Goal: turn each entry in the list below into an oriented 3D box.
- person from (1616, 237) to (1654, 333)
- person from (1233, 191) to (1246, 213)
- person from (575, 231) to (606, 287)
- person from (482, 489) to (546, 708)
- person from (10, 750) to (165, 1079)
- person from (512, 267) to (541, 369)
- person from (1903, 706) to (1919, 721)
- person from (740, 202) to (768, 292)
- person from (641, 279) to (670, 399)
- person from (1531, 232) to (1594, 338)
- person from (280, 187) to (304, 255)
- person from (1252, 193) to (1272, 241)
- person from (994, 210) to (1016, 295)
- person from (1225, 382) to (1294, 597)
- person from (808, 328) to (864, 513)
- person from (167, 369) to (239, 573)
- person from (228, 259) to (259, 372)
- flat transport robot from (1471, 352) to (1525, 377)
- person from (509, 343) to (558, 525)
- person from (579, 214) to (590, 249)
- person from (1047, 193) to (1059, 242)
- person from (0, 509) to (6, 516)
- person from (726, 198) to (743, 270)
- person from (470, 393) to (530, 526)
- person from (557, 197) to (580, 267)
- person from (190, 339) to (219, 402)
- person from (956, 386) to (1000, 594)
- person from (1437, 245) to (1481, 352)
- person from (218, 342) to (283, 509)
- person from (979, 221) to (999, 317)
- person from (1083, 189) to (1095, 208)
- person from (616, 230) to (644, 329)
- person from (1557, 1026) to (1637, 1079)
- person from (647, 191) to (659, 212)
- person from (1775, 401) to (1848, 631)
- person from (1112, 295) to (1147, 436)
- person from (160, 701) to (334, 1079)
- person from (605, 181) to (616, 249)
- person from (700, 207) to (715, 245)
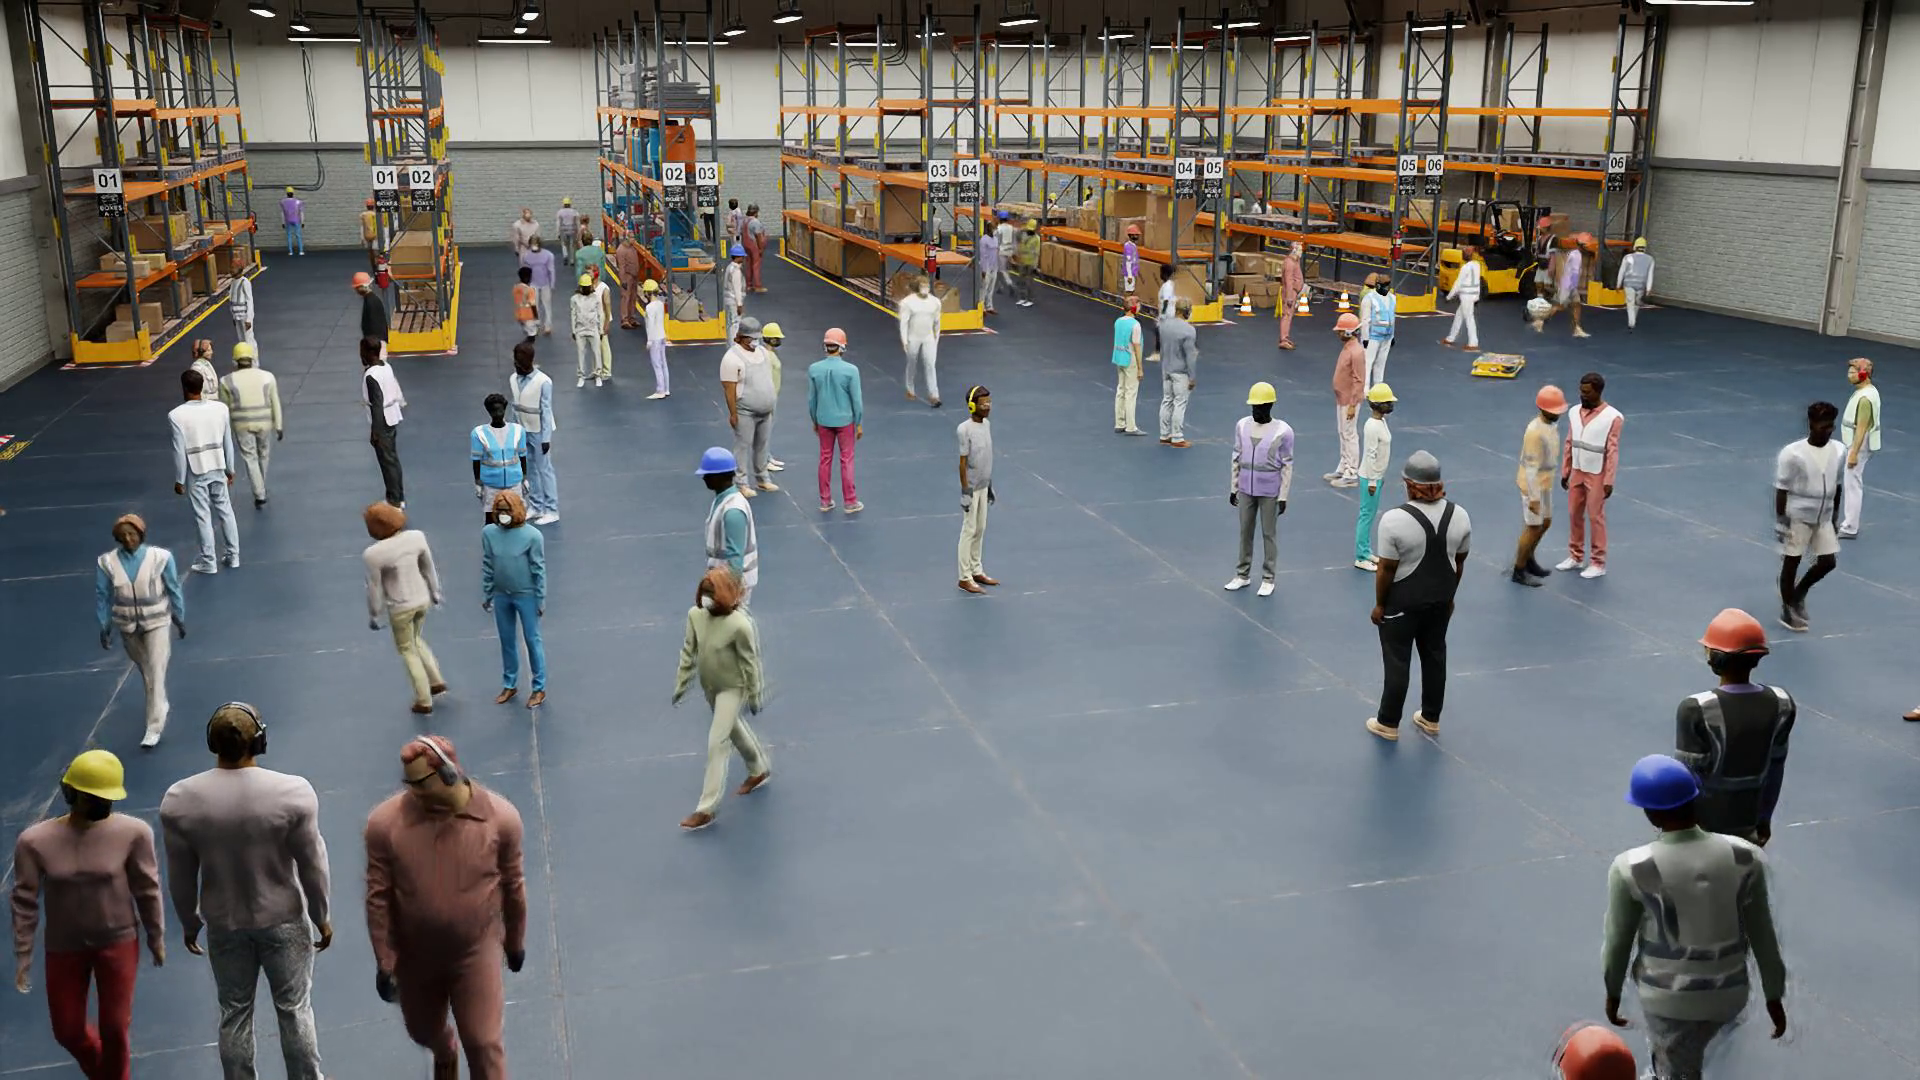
[{"bbox_3d":[12.875,-4.856,31.690,0.594,1.799,0.891,1,15,3],"label":"person"},{"bbox_3d":[8.558,-9.987,51.400,0.495,1.577,0.875,7,16,23],"label":"person"},{"bbox_3d":[-6.968,-4.853,31.423,0.630,1.933,0.374,-13,20,-40],"label":"person"},{"bbox_3d":[-3.246,0.421,12.153,0.502,1.629,0.282,4,15,16],"label":"person"},{"bbox_3d":[-3.672,1.719,7.059,0.562,1.723,0.419,-6,16,-20],"label":"person"},{"bbox_3d":[-7.076,-3.642,27.309,0.563,1.682,0.404,14,20,42],"label":"person"},{"bbox_3d":[7.040,0.425,11.606,0.408,1.903,0.638,-7,17,-26],"label":"person"},{"bbox_3d":[-4.717,-6.744,38.313,0.537,2.000,0.675,-12,19,-37],"label":"person"},{"bbox_3d":[-4.534,-2.972,24.647,0.327,1.767,0.533,3,15,10],"label":"person"},{"bbox_3d":[11.267,-4.758,31.008,1.029,1.979,0.624,6,16,21],"label":"person"},{"bbox_3d":[-18.994,-9.067,47.312,0.601,1.914,0.419,-5,16,-18],"label":"person"},{"bbox_3d":[8.169,-8.386,44.778,0.569,1.888,0.957,-2,15,-8],"label":"person"},{"bbox_3d":[1.026,-6.490,37.605,0.616,1.919,0.873,-9,17,-29],"label":"person"},{"bbox_3d":[2.676,-0.459,14.883,0.585,1.927,0.366,11,19,36],"label":"person"},{"bbox_3d":[-1.320,-1.277,17.831,0.611,1.994,0.379,5,16,18],"label":"person"},{"bbox_3d":[-7.068,-0.641,15.584,0.371,1.916,0.597,10,18,33],"label":"person"},{"bbox_3d":[-11.484,-3.553,26.607,0.578,1.884,0.353,14,20,42],"label":"person"},{"bbox_3d":[8.775,-2.857,27.080,0.652,0.197,1.431,7,16,25],"label":"flat transport robot"},{"bbox_3d":[-4.457,-1.120,17.413,0.583,1.911,0.389,11,18,35],"label":"person"},{"bbox_3d":[-9.056,-7.047,40.230,0.309,1.637,0.519,-4,15,-15],"label":"person"},{"bbox_3d":[2.530,-8.627,45.803,0.403,1.827,0.600,-14,21,-43],"label":"person"},{"bbox_3d":[-10.400,-1.150,17.459,0.377,1.940,0.629,0,15,2],"label":"person"},{"bbox_3d":[-5.858,-7.951,43.251,0.429,1.838,0.621,-7,16,-25],"label":"person"},{"bbox_3d":[-4.308,-0.539,15.625,0.540,1.696,0.316,-8,17,-27],"label":"person"},{"bbox_3d":[-10.351,-8.149,44.025,0.607,1.815,0.423,-4,15,-14],"label":"person"},{"bbox_3d":[-8.832,-1.536,19.499,0.314,1.634,0.514,-2,15,-9],"label":"person"},{"bbox_3d":[0.163,-0.463,15.006,0.329,1.872,0.508,8,17,27],"label":"person"},{"bbox_3d":[8.808,-4.260,29.325,0.905,1.846,0.586,11,18,35],"label":"person"},{"bbox_3d":[-7.784,-1.271,18.211,0.618,1.780,0.917,-10,18,-34],"label":"person"},{"bbox_3d":[0.598,-5.549,34.039,0.384,1.931,0.630,9,18,32],"label":"person"},{"bbox_3d":[3.530,-8.800,46.287,0.376,1.918,0.584,9,17,30],"label":"person"},{"bbox_3d":[-6.389,-5.047,32.213,0.402,1.900,0.645,4,15,14],"label":"person"},{"bbox_3d":[1.860,2.227,5.140,0.592,1.731,0.528,-2,15,-9],"label":"person"},{"bbox_3d":[-8.732,-8.889,46.771,0.626,1.843,0.429,10,18,34],"label":"person"},{"bbox_3d":[7.068,-0.195,13.831,0.642,1.951,0.419,-2,15,-8],"label":"person"},{"bbox_3d":[2.222,-2.298,21.949,0.389,1.849,0.566,-7,17,-25],"label":"person"},{"bbox_3d":[-2.993,1.610,7.075,0.637,1.938,0.355,-2,15,-7],"label":"person"},{"bbox_3d":[-10.382,-9.659,49.374,0.386,1.993,0.613,3,15,12],"label":"person"},{"bbox_3d":[-7.616,-9.938,50.417,0.379,1.996,0.611,14,21,43],"label":"person"}]
